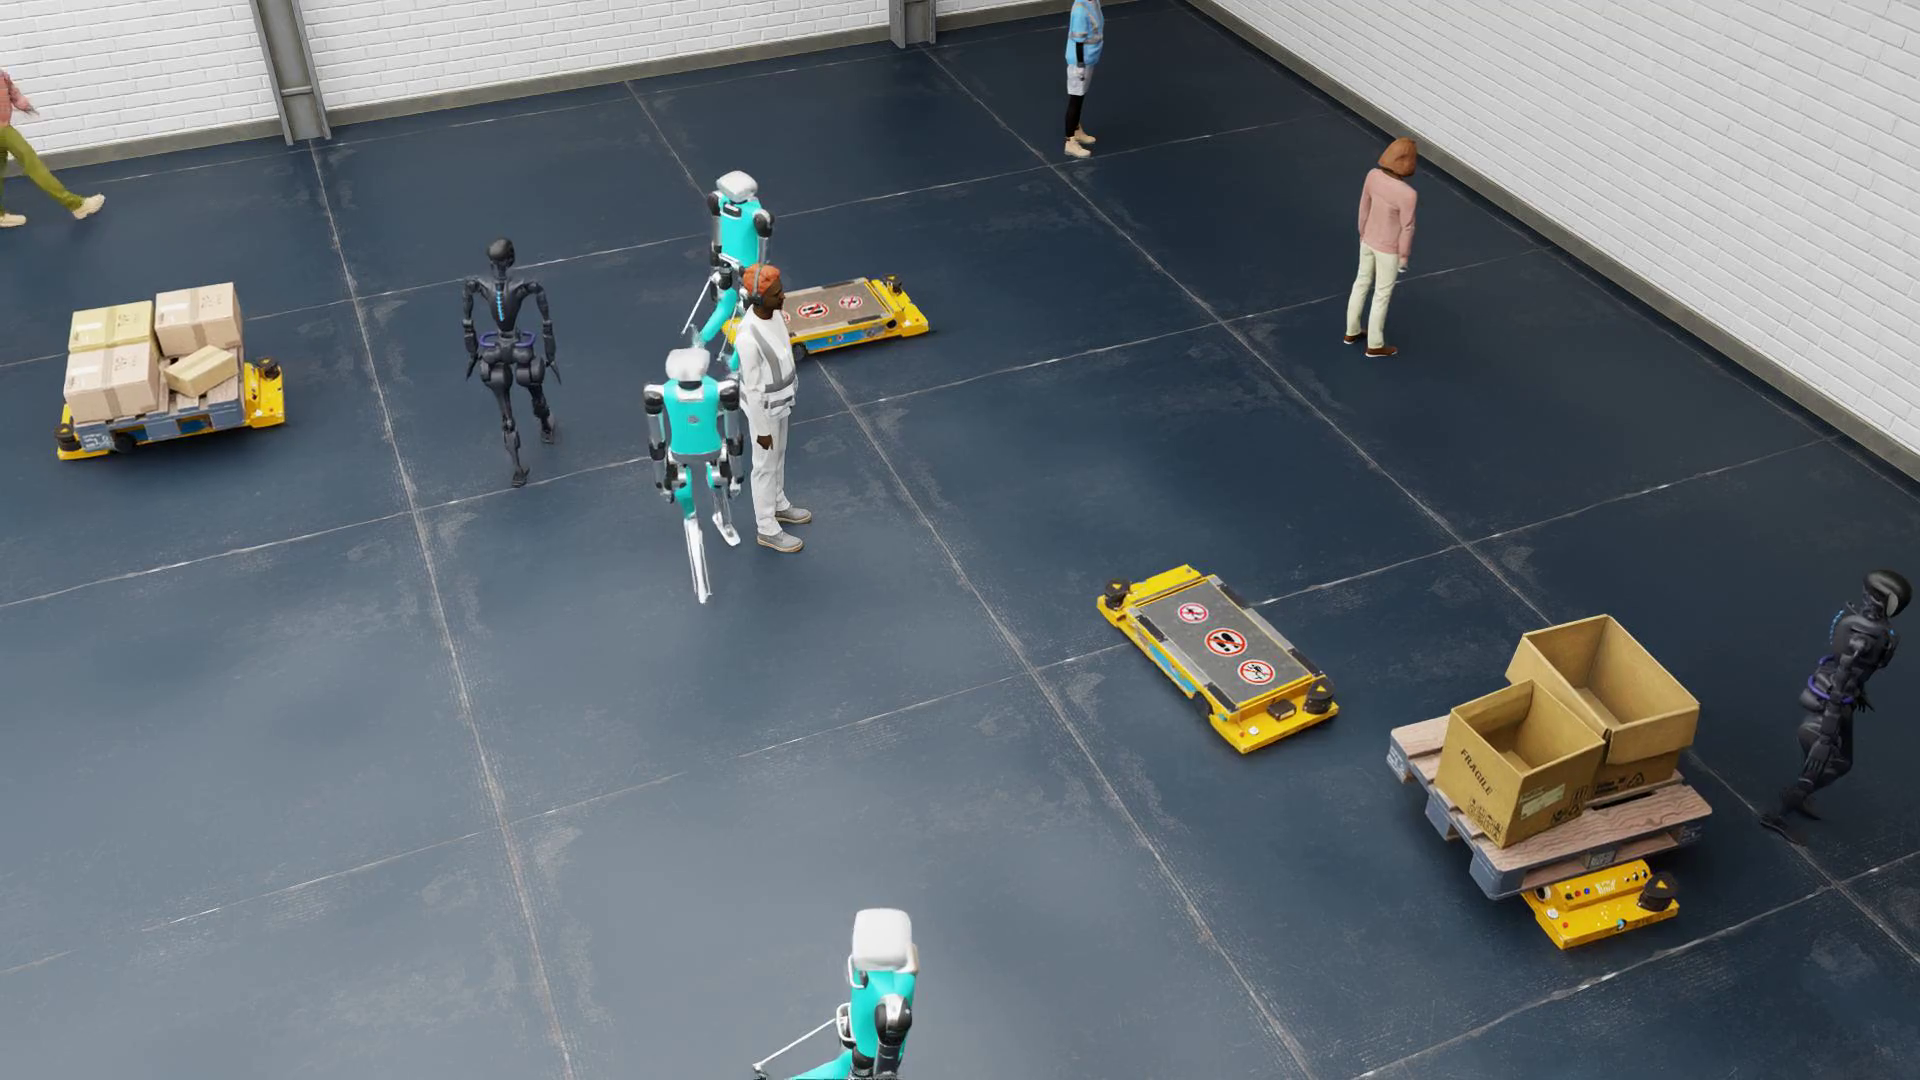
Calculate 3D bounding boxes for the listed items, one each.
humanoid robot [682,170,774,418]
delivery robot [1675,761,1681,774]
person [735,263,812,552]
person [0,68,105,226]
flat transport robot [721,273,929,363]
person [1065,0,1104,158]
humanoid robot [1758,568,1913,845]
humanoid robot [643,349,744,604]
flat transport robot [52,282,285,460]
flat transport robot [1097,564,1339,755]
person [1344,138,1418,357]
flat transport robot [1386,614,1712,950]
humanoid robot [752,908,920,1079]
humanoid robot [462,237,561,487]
[{"bbox_3d":[-1.593,-1.528,11.076,0.556,1.782,0.884,26,44,29],"label":"humanoid robot"},{"bbox_3d":[3.489,1.018,8.726,0.499,0.610,0.788,5,38,7],"label":"delivery robot"},{"bbox_3d":[-1.130,-0.802,9.994,0.356,1.882,0.572,5,38,7],"label":"person"},{"bbox_3d":[-7.669,-3.379,13.427,0.972,1.784,0.515,-13,39,-17],"label":"person"},{"bbox_3d":[-1.017,-1.636,12.403,1.431,0.231,0.659,-14,40,-18],"label":"flat transport robot"},{"bbox_3d":[1.092,-4.224,14.598,0.320,1.695,0.536,9,38,11],"label":"person"},{"bbox_3d":[4.242,0.813,8.050,0.320,1.649,0.609,27,45,30],"label":"humanoid robot"},{"bbox_3d":[-1.536,-0.522,9.800,0.544,1.775,0.983,-5,38,-7],"label":"humanoid robot"},{"bbox_3d":[-5.429,-0.914,11.464,1.431,0.231,0.659,-12,39,-15],"label":"flat transport robot"},{"bbox_3d":[1.445,0.620,9.467,0.659,0.231,1.431,-19,41,-23],"label":"flat transport robot"},{"bbox_3d":[3.024,-2.092,11.875,0.284,1.631,0.500,-19,41,-23],"label":"person"},{"bbox_3d":[2.932,1.407,8.442,0.659,0.231,1.431,-12,39,-15],"label":"flat transport robot"},{"bbox_3d":[-0.498,2.081,6.382,0.900,1.778,0.547,-5,38,-7],"label":"humanoid robot"},{"bbox_3d":[-2.901,-1.199,10.719,0.613,1.626,0.766,-2,38,-3],"label":"humanoid robot"}]
